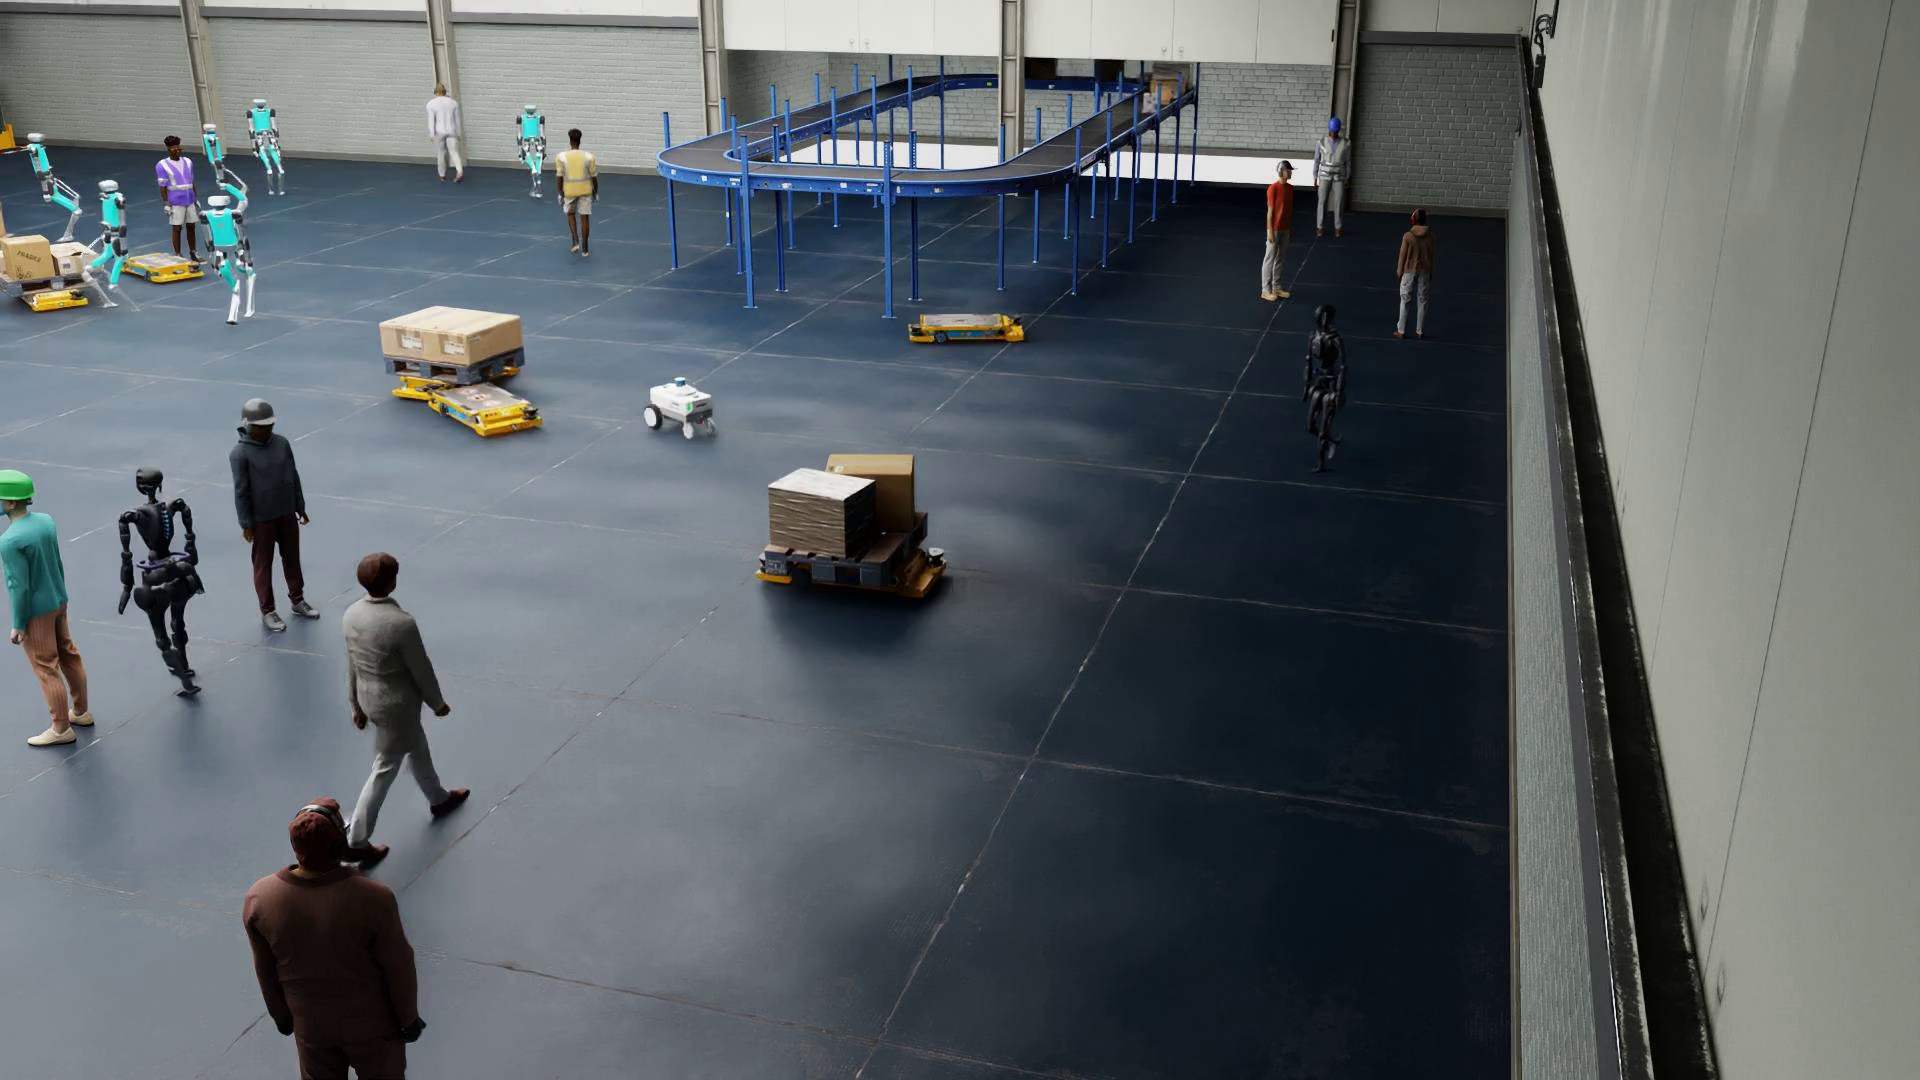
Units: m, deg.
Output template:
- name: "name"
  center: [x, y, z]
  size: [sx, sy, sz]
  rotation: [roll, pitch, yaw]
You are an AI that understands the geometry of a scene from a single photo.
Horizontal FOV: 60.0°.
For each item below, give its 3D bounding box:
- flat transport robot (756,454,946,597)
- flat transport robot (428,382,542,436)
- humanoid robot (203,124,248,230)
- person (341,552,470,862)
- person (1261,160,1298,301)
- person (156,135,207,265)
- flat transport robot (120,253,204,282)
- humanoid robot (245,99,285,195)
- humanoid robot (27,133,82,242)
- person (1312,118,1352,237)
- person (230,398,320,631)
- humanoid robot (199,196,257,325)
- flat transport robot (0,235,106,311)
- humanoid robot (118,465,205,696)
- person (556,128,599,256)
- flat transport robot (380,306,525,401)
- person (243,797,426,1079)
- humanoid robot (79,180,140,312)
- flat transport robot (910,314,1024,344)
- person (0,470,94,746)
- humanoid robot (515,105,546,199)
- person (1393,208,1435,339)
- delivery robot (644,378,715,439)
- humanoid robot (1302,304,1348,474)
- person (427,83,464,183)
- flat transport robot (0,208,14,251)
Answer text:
- name: "flat transport robot"
  center: [-0.890, 0.209, 13.635]
  size: [1.431, 0.231, 0.659]
  rotation: [6, 22, 15]
- name: "flat transport robot"
  center: [-5.108, -1.413, 17.842]
  size: [0.659, 0.231, 1.431]
  rotation: [-17, 27, -36]
- name: "humanoid robot"
  center: [-12.220, -6.093, 27.880]
  size: [0.673, 1.752, 0.532]
  rotation: [-11, 24, -26]
- name: "person"
  center: [-3.326, 0.945, 9.639]
  size: [0.509, 1.781, 0.984]
  rotation: [14, 25, 31]
- name: "person"
  center: [4.437, -4.290, 23.025]
  size: [0.477, 1.913, 0.378]
  rotation: [-18, 27, -38]
- name: "person"
  center: [-11.731, -5.103, 25.056]
  size: [0.363, 1.963, 0.611]
  rotation: [11, 24, 27]
- name: "flat transport robot"
  center: [-11.867, -4.042, 24.663]
  size: [1.431, 0.231, 0.659]
  rotation: [18, 27, 38]
- name: "humanoid robot"
  center: [-12.910, -7.329, 31.081]
  size: [0.531, 1.740, 0.745]
  rotation: [-16, 27, -36]
- name: "humanoid robot"
  center: [-14.482, -5.674, 26.764]
  size: [0.712, 1.728, 0.530]
  rotation: [-6, 22, -16]
- name: "person"
  center: [6.102, -5.958, 27.328]
  size: [0.617, 1.933, 0.415]
  rotation: [3, 21, 7]
- name: "person"
  center: [-5.203, -0.209, 12.587]
  size: [0.380, 1.805, 0.552]
  rotation: [15, 25, 33]
- name: "humanoid robot"
  center: [-9.400, -3.630, 21.550]
  size: [0.537, 1.728, 1.015]
  rotation: [-2, 21, -5]
- name: "flat transport robot"
  center: [-12.594, -3.433, 23.083]
  size: [0.659, 0.231, 1.431]
  rotation: [-16, 26, -36]
- name: "humanoid robot"
  center: [-5.548, 0.280, 11.539]
  size: [0.608, 1.650, 0.611]
  rotation: [12, 24, 29]
- name: "person"
  center: [-5.958, -5.433, 25.934]
  size: [0.641, 1.946, 0.583]
  rotation: [-5, 22, -12]
- name: "flat transport robot"
  center: [-5.735, -1.866, 19.016]
  size: [0.659, 0.231, 1.431]
  rotation: [9, 23, 23]
- name: "person"
  center: [-2.541, 1.931, 6.897]
  size: [0.646, 1.907, 0.412]
  rotation: [1, 21, 2]
- name: "humanoid robot"
  center: [-11.412, -3.856, 22.175]
  size: [0.542, 1.794, 0.844]
  rotation: [16, 26, 35]
- name: "flat transport robot"
  center: [0.078, -2.687, 21.146]
  size: [1.431, 0.231, 0.659]
  rotation: [0, 21, -1]
- name: "person"
  center: [-5.994, 0.434, 10.816]
  size: [0.344, 1.876, 0.526]
  rotation: [1, 21, 3]
- name: "humanoid robot"
  center: [-7.772, -7.035, 30.450]
  size: [0.558, 1.756, 1.044]
  rotation: [-10, 23, -25]
- name: "person"
  center: [5.735, -3.344, 20.936]
  size: [0.463, 1.648, 0.326]
  rotation: [0, 21, -1]
- name: "delivery robot"
  center: [-2.917, -1.412, 17.409]
  size: [0.746, 0.570, 0.499]
  rotation: [20, 28, 41]
- name: "humanoid robot"
  center: [3.584, -1.467, 16.040]
  size: [0.462, 1.644, 0.609]
  rotation: [-11, 24, -26]
- name: "person"
  center: [-10.062, -7.964, 32.581]
  size: [0.658, 1.905, 0.858]
  rotation: [-12, 24, -29]
- name: "flat transport robot"
  center: [-15.004, -4.194, 25.054]
  size: [0.659, 0.231, 1.431]
  rotation: [-3, 21, -8]
